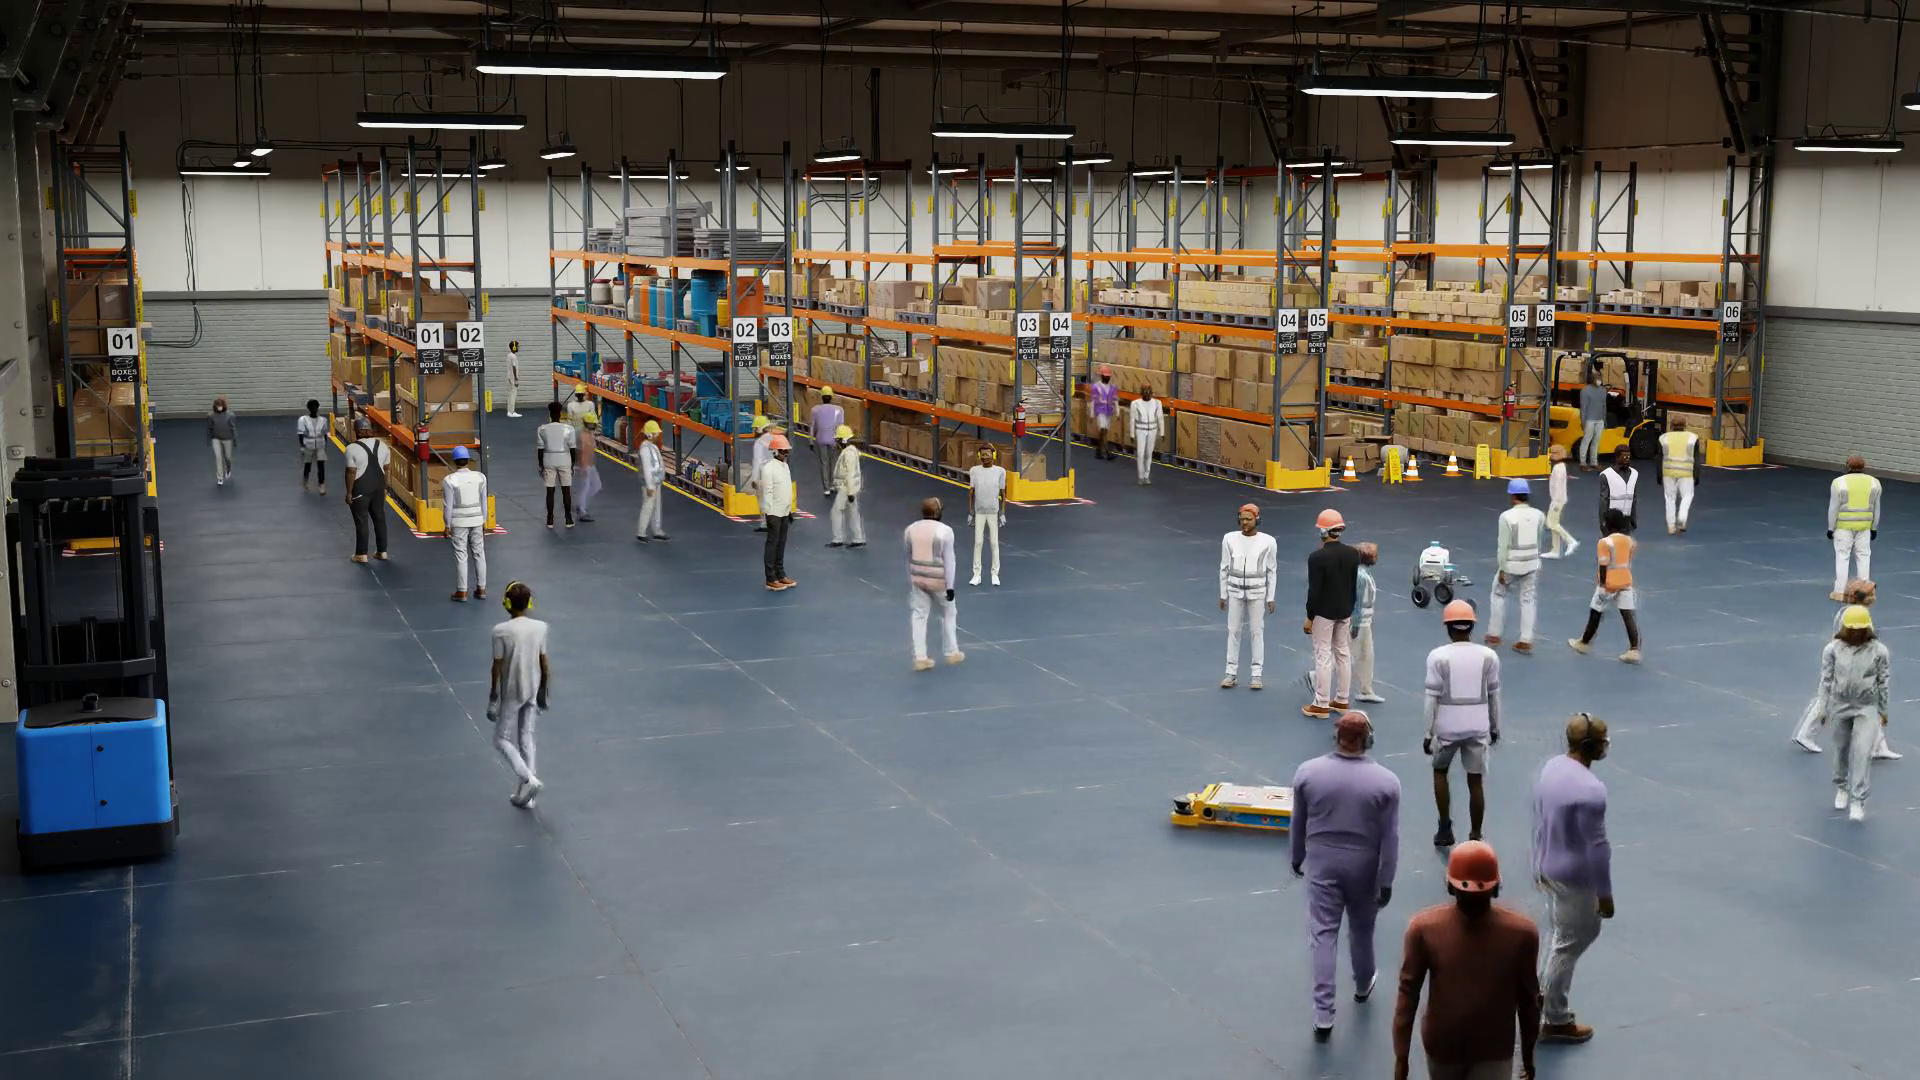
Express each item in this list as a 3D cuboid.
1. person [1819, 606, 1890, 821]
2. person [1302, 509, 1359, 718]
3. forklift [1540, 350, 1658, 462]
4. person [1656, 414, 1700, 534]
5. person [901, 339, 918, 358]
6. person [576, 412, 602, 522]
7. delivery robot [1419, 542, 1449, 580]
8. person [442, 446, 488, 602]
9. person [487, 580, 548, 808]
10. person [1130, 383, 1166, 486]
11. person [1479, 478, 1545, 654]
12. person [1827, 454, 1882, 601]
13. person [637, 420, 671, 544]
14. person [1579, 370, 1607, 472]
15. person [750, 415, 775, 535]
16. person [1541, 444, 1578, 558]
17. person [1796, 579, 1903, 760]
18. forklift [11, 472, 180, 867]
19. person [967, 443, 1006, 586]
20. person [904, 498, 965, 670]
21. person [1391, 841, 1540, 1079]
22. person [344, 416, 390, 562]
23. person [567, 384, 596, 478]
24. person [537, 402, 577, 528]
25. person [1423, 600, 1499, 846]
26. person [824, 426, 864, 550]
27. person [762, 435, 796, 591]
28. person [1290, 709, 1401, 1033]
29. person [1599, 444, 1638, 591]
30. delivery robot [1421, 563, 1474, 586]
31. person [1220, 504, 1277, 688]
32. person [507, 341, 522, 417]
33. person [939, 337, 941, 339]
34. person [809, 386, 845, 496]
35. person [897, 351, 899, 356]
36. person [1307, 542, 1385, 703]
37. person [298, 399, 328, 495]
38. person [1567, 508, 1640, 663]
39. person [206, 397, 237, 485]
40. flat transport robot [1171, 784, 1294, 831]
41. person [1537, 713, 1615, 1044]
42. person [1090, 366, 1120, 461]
[{"bbox_3d":[7.077,1.356,16.585,0.509,1.700,0.894,4,10,28],"label":"person"},{"bbox_3d":[3.537,0.695,20.022,0.611,1.996,0.375,-6,10,-34],"label":"person"},{"bbox_3d":[12.897,-2.725,42.309,2.313,2.155,1.214,-3,9,-21],"label":"forklift"},{"bbox_3d":[10.910,-0.995,31.850,0.652,1.831,0.429,4,9,24],"label":"person"},{"bbox_3d":[-1.200,-4.027,51.877,0.579,1.878,0.943,1,9,4],"label":"person"},{"bbox_3d":[-5.897,-1.166,33.243,0.394,1.747,0.545,2,9,11],"label":"person"},{"bbox_3d":[6.228,0.267,27.485,0.477,0.478,0.707,2,9,16],"label":"delivery robot"},{"bbox_3d":[-6.208,-0.210,26.248,0.605,1.938,0.412,-7,11,-40],"label":"person"},{"bbox_3d":[-3.537,1.251,16.789,0.553,1.855,0.455,-8,12,-44],"label":"person"},{"bbox_3d":[3.396,-1.892,37.786,0.599,1.841,0.950,-1,9,-8],"label":"person"},{"bbox_3d":[6.098,0.263,23.144,0.624,1.925,0.744,-3,9,-20],"label":"person"},{"bbox_3d":[11.176,-0.158,26.227,0.634,1.839,0.429,0,9,3],"label":"person"},{"bbox_3d":[-4.560,-0.870,31.044,0.403,1.840,0.592,0,9,2],"label":"person"},{"bbox_3d":[12.111,-2.280,40.049,0.635,1.936,0.355,-4,9,-26],"label":"person"},{"bbox_3d":[-2.995,-0.993,31.853,0.425,1.816,0.627,3,9,20],"label":"person"},{"bbox_3d":[8.440,-0.540,29.481,0.415,1.622,0.517,2,9,14],"label":"person"},{"bbox_3d":[7.848,1.128,18.483,0.884,1.591,0.519,8,12,43],"label":"person"},{"bbox_3d":[-6.630,0.886,15.957,1.129,2.768,1.873,-3,9,-21],"label":"forklift"},{"bbox_3d":[0.350,-0.341,27.364,0.514,1.867,0.328,1,9,7],"label":"person"},{"bbox_3d":[-0.233,0.445,22.272,0.661,1.815,0.784,6,10,33],"label":"person"},{"bbox_3d":[2.278,2.306,9.459,0.654,1.934,1.035,2,9,14],"label":"person"},{"bbox_3d":[-8.358,-0.707,29.360,0.535,2.000,0.684,7,11,40],"label":"person"},{"bbox_3d":[-7.084,-2.054,39.157,0.537,1.748,0.488,-2,9,-15],"label":"person"},{"bbox_3d":[-6.266,-1.173,32.572,0.607,1.966,0.367,-1,9,-8],"label":"person"},{"bbox_3d":[3.744,1.402,15.615,0.612,1.898,0.617,0,9,0],"label":"person"},{"bbox_3d":[-1.717,-0.751,30.301,0.710,1.808,0.607,0,9,3],"label":"person"},{"bbox_3d":[-2.338,-0.365,27.088,0.378,1.996,0.611,3,9,20],"label":"person"},{"bbox_3d":[2.271,1.912,12.375,0.653,1.857,0.987,3,9,16],"label":"person"},{"bbox_3d":[8.409,-0.281,26.823,0.590,1.914,0.380,-4,10,-28],"label":"person"},{"bbox_3d":[5.988,0.404,25.712,0.335,0.223,0.698,-6,10,-35],"label":"delivery robot"},{"bbox_3d":[2.914,0.566,21.259,0.572,1.883,0.355,3,9,19],"label":"person"},{"bbox_3d":[-10.981,-3.959,51.509,0.320,1.862,0.510,-4,9,-24],"label":"person"},{"bbox_3d":[-0.632,-4.202,52.971,0.877,1.893,0.766,-6,11,-37],"label":"person"},{"bbox_3d":[-2.332,-1.744,36.622,0.617,1.884,0.926,-1,9,-6],"label":"person"},{"bbox_3d":[-1.505,-3.391,47.094,0.607,2.048,0.370,2,9,12],"label":"person"},{"bbox_3d":[3.819,0.804,20.588,0.677,1.614,0.533,3,9,17],"label":"person"},{"bbox_3d":[-11.339,-1.648,36.680,0.538,1.679,0.599,-5,10,-29],"label":"person"},{"bbox_3d":[7.027,0.473,22.634,0.550,1.643,0.883,-5,10,-31],"label":"person"},{"bbox_3d":[-13.464,-1.835,38.201,0.515,1.608,0.661,-3,9,-18],"label":"person"},{"bbox_3d":[2.431,2.112,16.443,1.431,0.197,0.652,3,9,18],"label":"flat transport robot"},{"bbox_3d":[3.536,1.934,11.999,0.448,1.923,0.627,0,9,-2],"label":"person"},{"bbox_3d":[2.926,-2.528,41.880,0.567,1.881,0.978,-4,9,-25],"label":"person"}]
